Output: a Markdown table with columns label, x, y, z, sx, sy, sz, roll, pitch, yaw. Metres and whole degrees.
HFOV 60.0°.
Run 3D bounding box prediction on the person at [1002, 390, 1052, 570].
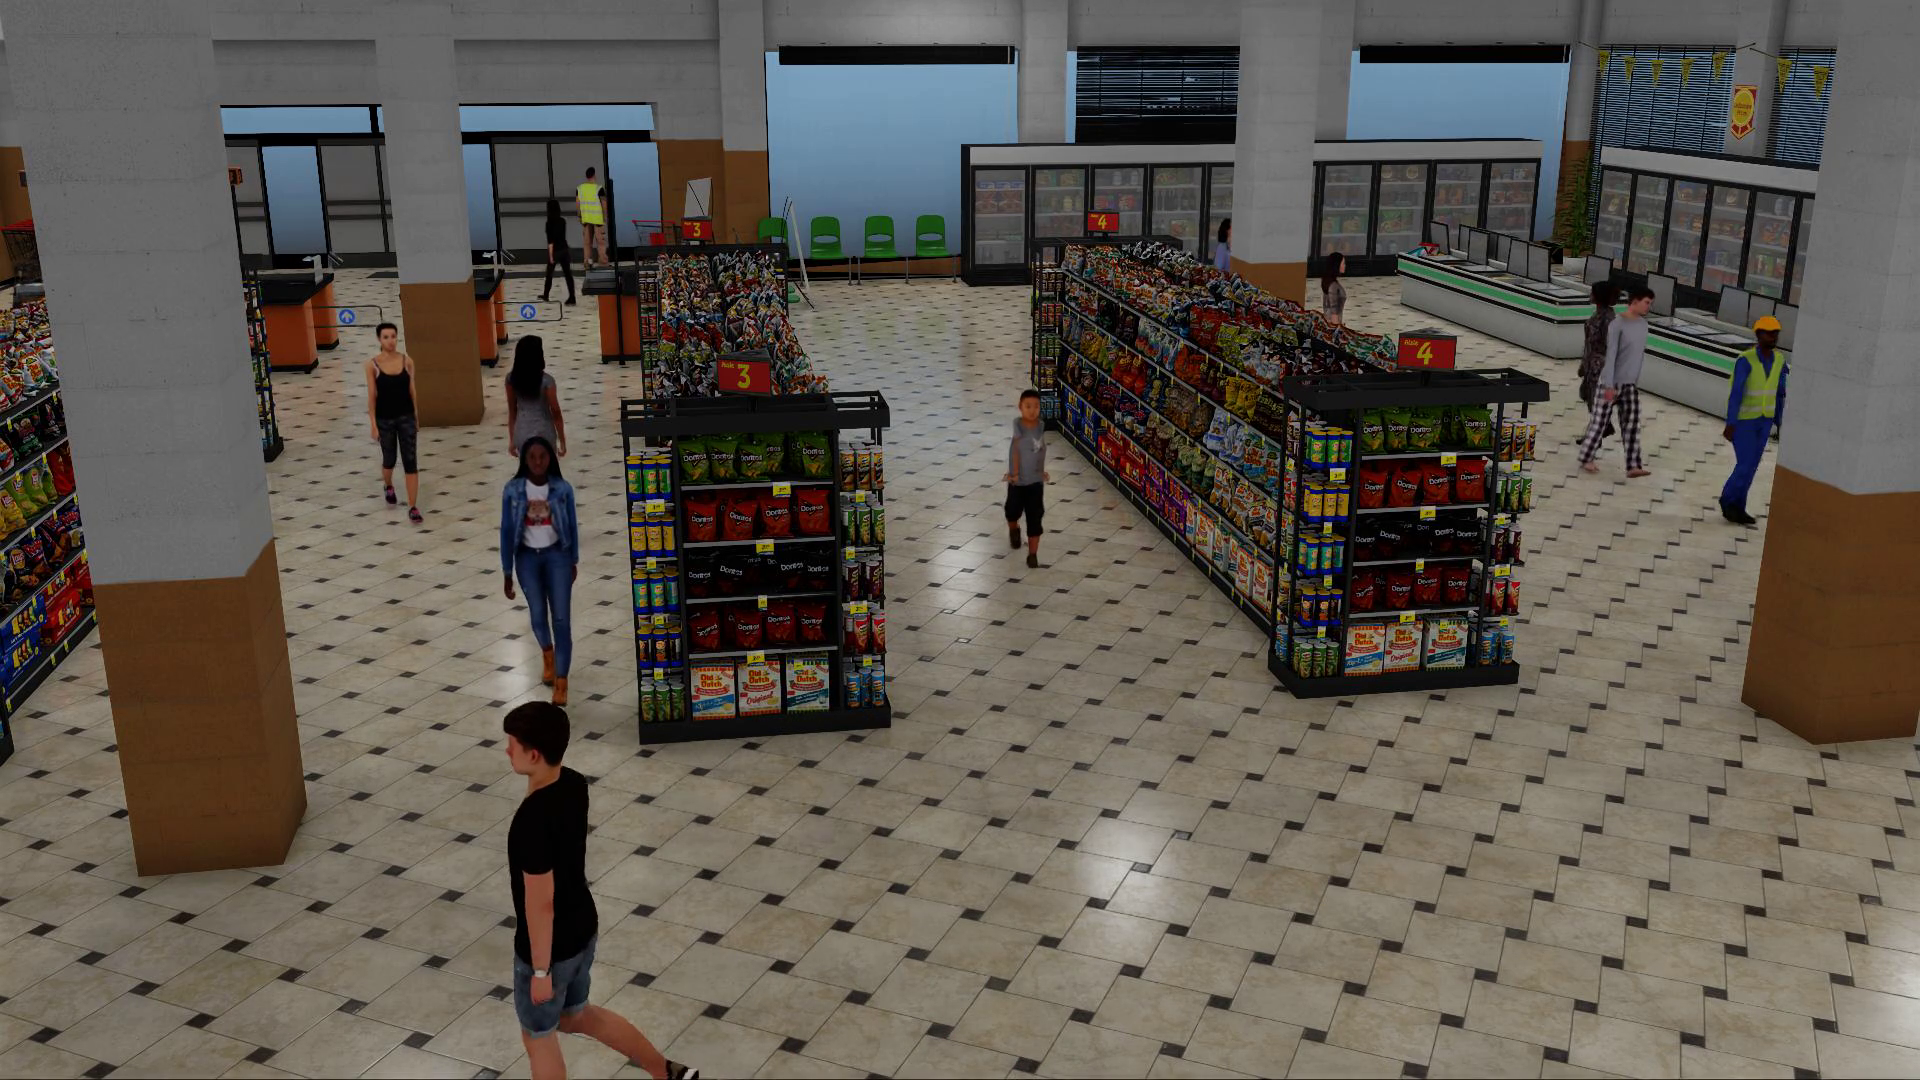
| label | x | y | z | sx | sy | sz | roll | pitch | yaw |
| --- | --- | --- | --- | --- | --- | --- | --- | --- | --- |
| person | 0.513 | -0.563 | 13.383 | 0.629 | 1.435 | 0.995 | -1 | 17 | -3 |

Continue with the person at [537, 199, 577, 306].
| label | x | y | z | sx | sy | sz | roll | pitch | yaw |
| --- | --- | --- | --- | --- | --- | --- | --- | --- | --- |
| person | -6.184 | -4.450 | 25.876 | 1.036 | 1.614 | 0.933 | 14 | 22 | 38 |

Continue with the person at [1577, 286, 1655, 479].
| label | x | y | z | sx | sy | sz | roll | pitch | yaw |
| --- | --- | --- | --- | --- | --- | --- | --- | --- | --- |
| person | 6.211 | -1.502 | 15.845 | 0.774 | 1.801 | 1.144 | -4 | 17 | -14 |

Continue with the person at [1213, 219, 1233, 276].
| label | x | y | z | sx | sy | sz | roll | pitch | yaw |
| --- | --- | --- | --- | --- | --- | --- | --- | --- | --- |
| person | 3.483 | -3.425 | 22.287 | 0.872 | 1.737 | 0.813 | 12 | 21 | 35 |

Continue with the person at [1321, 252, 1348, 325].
| label | x | y | z | sx | sy | sz | roll | pitch | yaw |
| --- | --- | --- | --- | --- | --- | --- | --- | --- | --- |
| person | 4.198 | -2.385 | 18.848 | 0.679 | 1.747 | 0.495 | 0 | 17 | 0 |

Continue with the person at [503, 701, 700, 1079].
| label | x | y | z | sx | sy | sz | roll | pitch | yaw |
| --- | --- | --- | --- | --- | --- | --- | --- | --- | --- |
| person | -1.378 | 1.452 | 6.064 | 0.886 | 1.832 | 1.042 | 1 | 17 | 3 |

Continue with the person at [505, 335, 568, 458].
| label | x | y | z | sx | sy | sz | roll | pitch | yaw |
| --- | --- | --- | --- | --- | --- | --- | --- | --- | --- |
| person | -3.467 | -0.751 | 13.428 | 0.703 | 1.768 | 0.729 | 4 | 17 | 12 |

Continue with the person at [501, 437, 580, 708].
| label | x | y | z | sx | sy | sz | roll | pitch | yaw |
| --- | --- | --- | --- | --- | --- | --- | --- | --- | --- |
| person | -2.650 | 0.179 | 10.545 | 0.614 | 1.665 | 1.176 | -3 | 17 | -9 |

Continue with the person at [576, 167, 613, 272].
| label | x | y | z | sx | sy | sz | roll | pitch | yaw |
| --- | --- | --- | --- | --- | --- | --- | --- | --- | --- |
| person | -6.533 | -5.710 | 29.627 | 0.785 | 1.845 | 0.803 | 2 | 17 | 5 |

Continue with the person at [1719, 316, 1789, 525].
| label | x | y | z | sx | sy | sz | roll | pitch | yaw |
| --- | --- | --- | --- | --- | --- | --- | --- | --- | --- |
| person | 6.763 | -1.041 | 14.317 | 0.720 | 1.807 | 0.676 | -5 | 18 | -17 |

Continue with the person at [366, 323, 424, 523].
| label | x | y | z | sx | sy | sz | roll | pitch | yaw |
| --- | --- | --- | --- | --- | --- | --- | --- | --- | --- |
| person | -4.944 | -1.030 | 14.485 | 0.847 | 1.689 | 1.202 | -9 | 19 | -28 |

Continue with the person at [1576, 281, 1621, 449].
| label | x | y | z | sx | sy | sz | roll | pitch | yaw |
| --- | --- | --- | --- | --- | --- | --- | --- | --- | --- |
| person | 6.546 | -1.754 | 16.841 | 0.796 | 1.706 | 0.736 | 14 | 22 | 38 |
